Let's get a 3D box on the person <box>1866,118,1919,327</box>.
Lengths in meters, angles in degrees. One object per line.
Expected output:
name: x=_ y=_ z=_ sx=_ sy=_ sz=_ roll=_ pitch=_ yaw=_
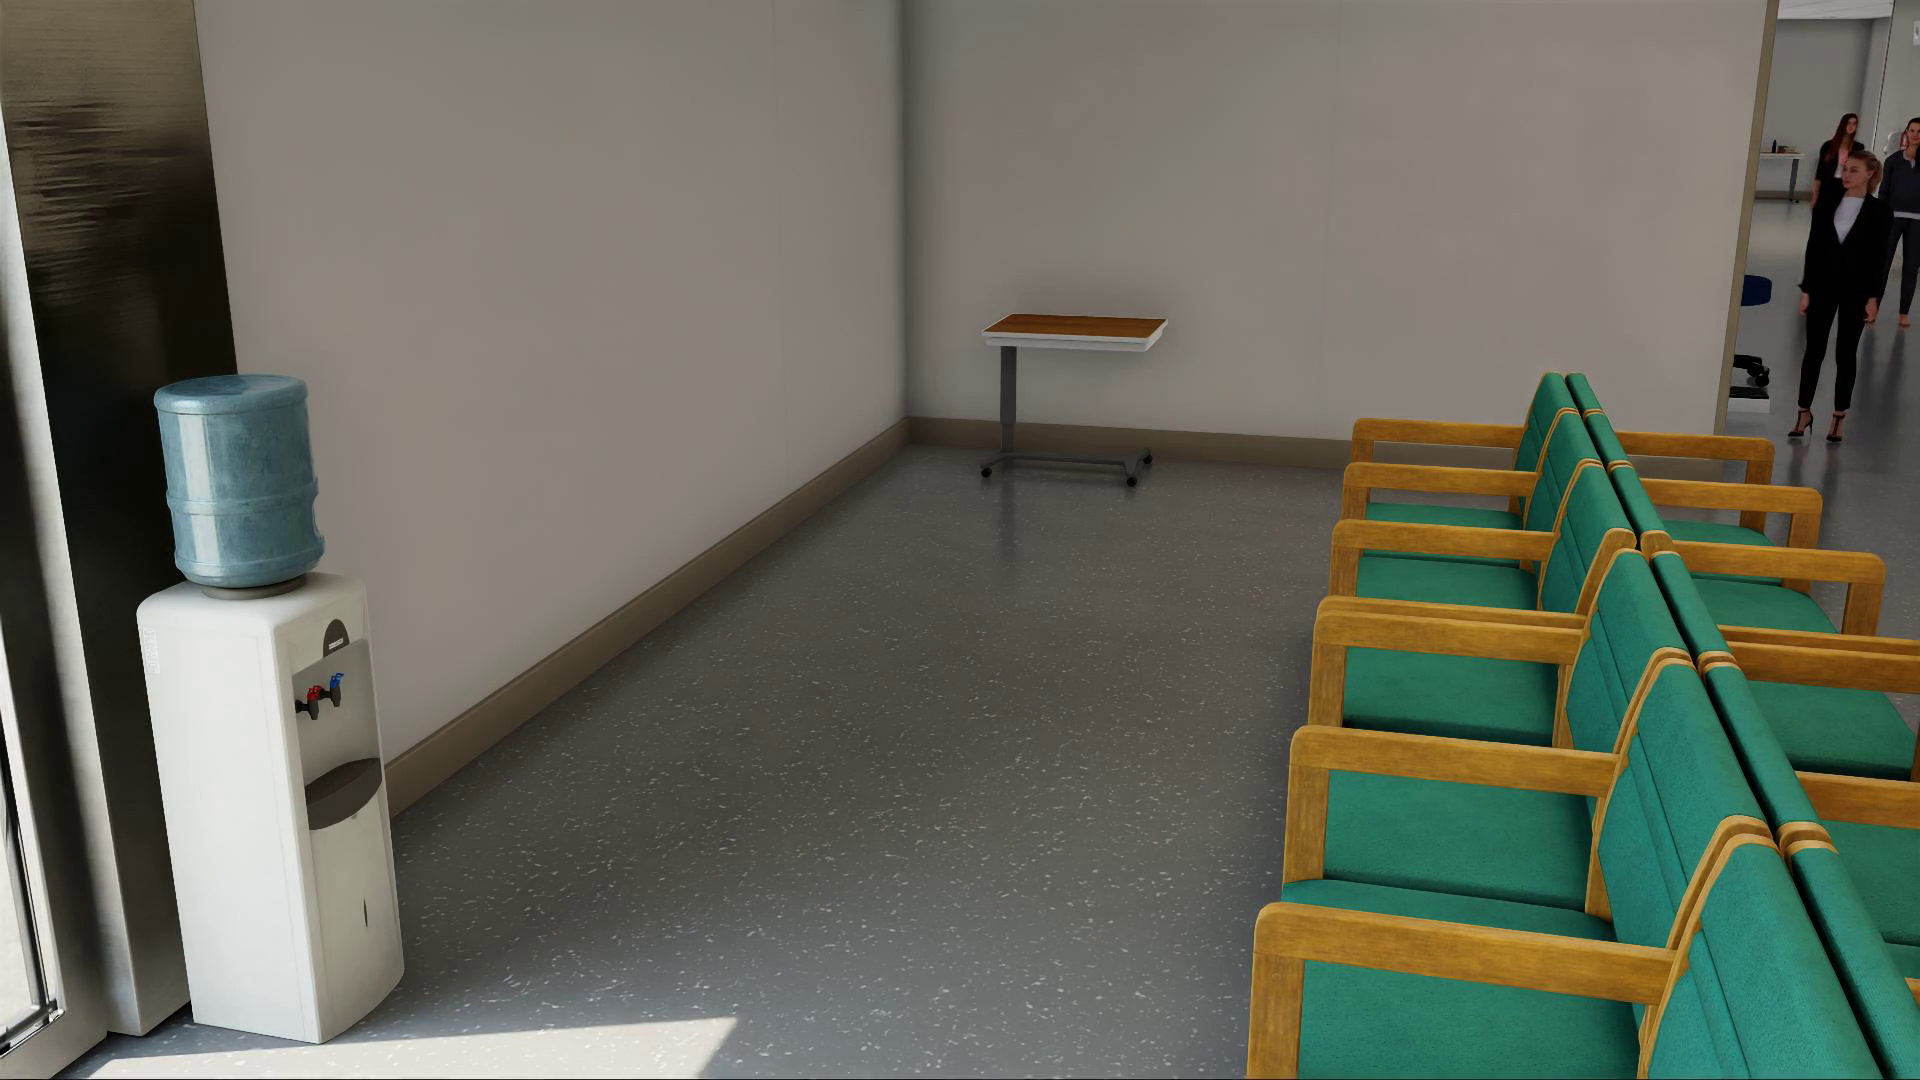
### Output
person: x=8.189 y=-2.760 z=14.421 sx=0.530 sy=1.768 sz=0.718 roll=8 pitch=18 yaw=27

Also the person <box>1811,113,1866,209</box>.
person: x=9.509 y=-3.761 z=18.105 sx=0.950 sy=1.696 sz=0.750 roll=6 pitch=17 yaw=20

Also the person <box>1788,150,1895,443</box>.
person: x=5.205 y=-1.433 z=9.831 sx=0.613 sy=1.705 sz=0.743 roll=13 pitch=21 yaw=40
